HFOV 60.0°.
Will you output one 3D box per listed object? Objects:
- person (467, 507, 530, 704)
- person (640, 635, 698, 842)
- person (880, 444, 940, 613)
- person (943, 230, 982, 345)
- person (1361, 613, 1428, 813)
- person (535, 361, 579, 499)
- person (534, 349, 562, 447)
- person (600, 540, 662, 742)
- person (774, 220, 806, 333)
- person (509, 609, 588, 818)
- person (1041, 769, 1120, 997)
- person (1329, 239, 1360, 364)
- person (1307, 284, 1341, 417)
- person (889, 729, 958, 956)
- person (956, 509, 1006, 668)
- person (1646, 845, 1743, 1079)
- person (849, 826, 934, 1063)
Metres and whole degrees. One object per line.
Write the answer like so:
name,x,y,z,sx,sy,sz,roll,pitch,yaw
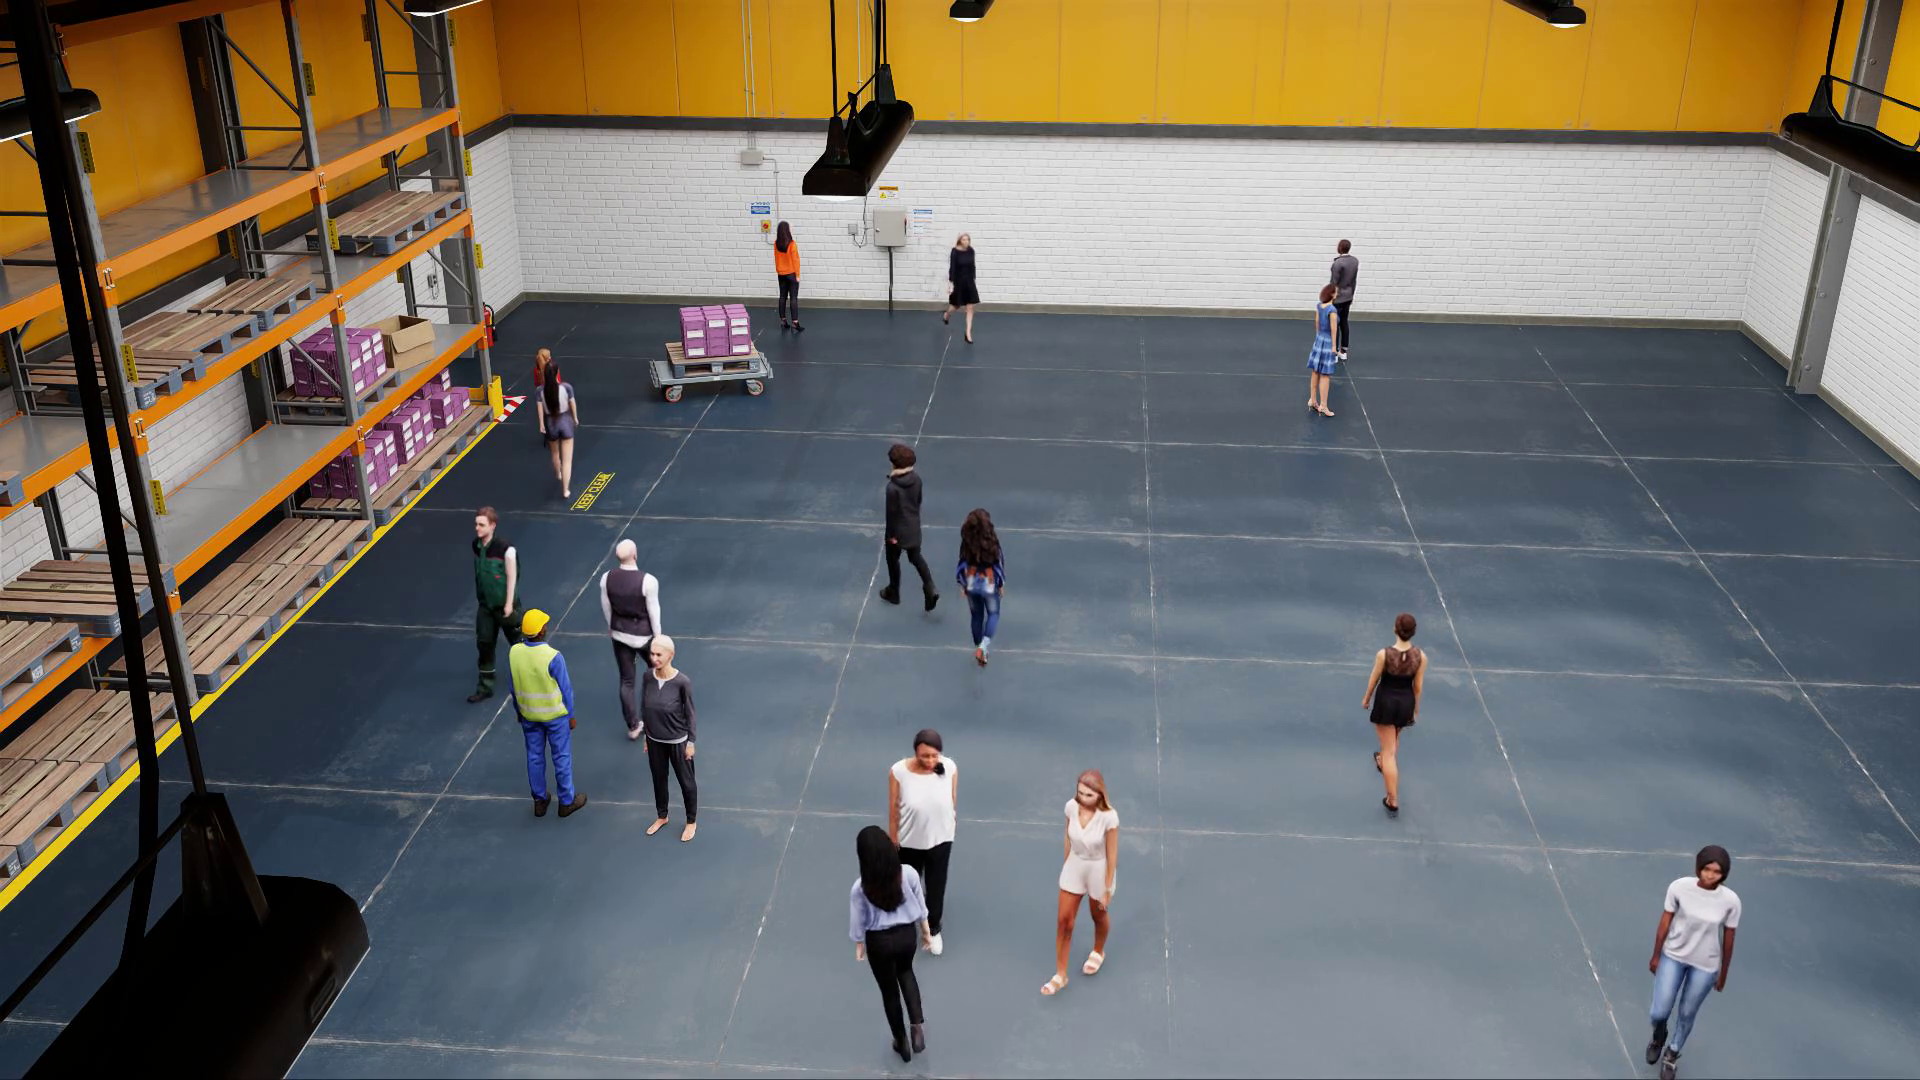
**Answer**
person,-4.134,0.548,15.167,0.915,1.805,1.202,11,26,24
person,-2.278,1.525,13.029,0.645,1.726,0.583,7,25,15
person,-0.505,-0.101,16.705,1.061,1.763,1.123,-19,30,-37
person,-0.007,-3.886,25.417,0.953,1.720,1.100,-14,27,-29
person,3.513,1.407,13.421,0.687,1.628,1.137,-1,24,-2
person,-4.717,-1.274,19.573,0.715,1.614,1.047,-2,24,-4
person,-5.254,-1.832,21.266,0.479,1.281,0.493,2,24,5
person,-2.850,0.895,14.376,0.753,1.802,0.929,4,24,9
person,-2.684,-4.122,25.924,0.715,1.746,0.739,17,29,34
person,-3.324,1.370,13.275,0.683,1.813,0.593,4,24,9
person,0.934,2.263,11.412,0.817,1.671,0.996,12,26,26
person,5.599,-3.524,24.469,0.795,1.816,0.831,-16,28,-32
person,4.891,-2.553,22.262,0.806,1.805,0.660,-8,25,-18
person,-0.258,2.063,11.886,0.809,1.656,1.115,-3,24,-6
person,0.197,0.485,15.554,0.675,1.610,0.728,5,24,12
person,4.610,2.630,10.513,0.692,1.718,0.726,10,26,22
person,-0.418,2.628,10.508,0.818,1.724,0.848,-7,24,-15
